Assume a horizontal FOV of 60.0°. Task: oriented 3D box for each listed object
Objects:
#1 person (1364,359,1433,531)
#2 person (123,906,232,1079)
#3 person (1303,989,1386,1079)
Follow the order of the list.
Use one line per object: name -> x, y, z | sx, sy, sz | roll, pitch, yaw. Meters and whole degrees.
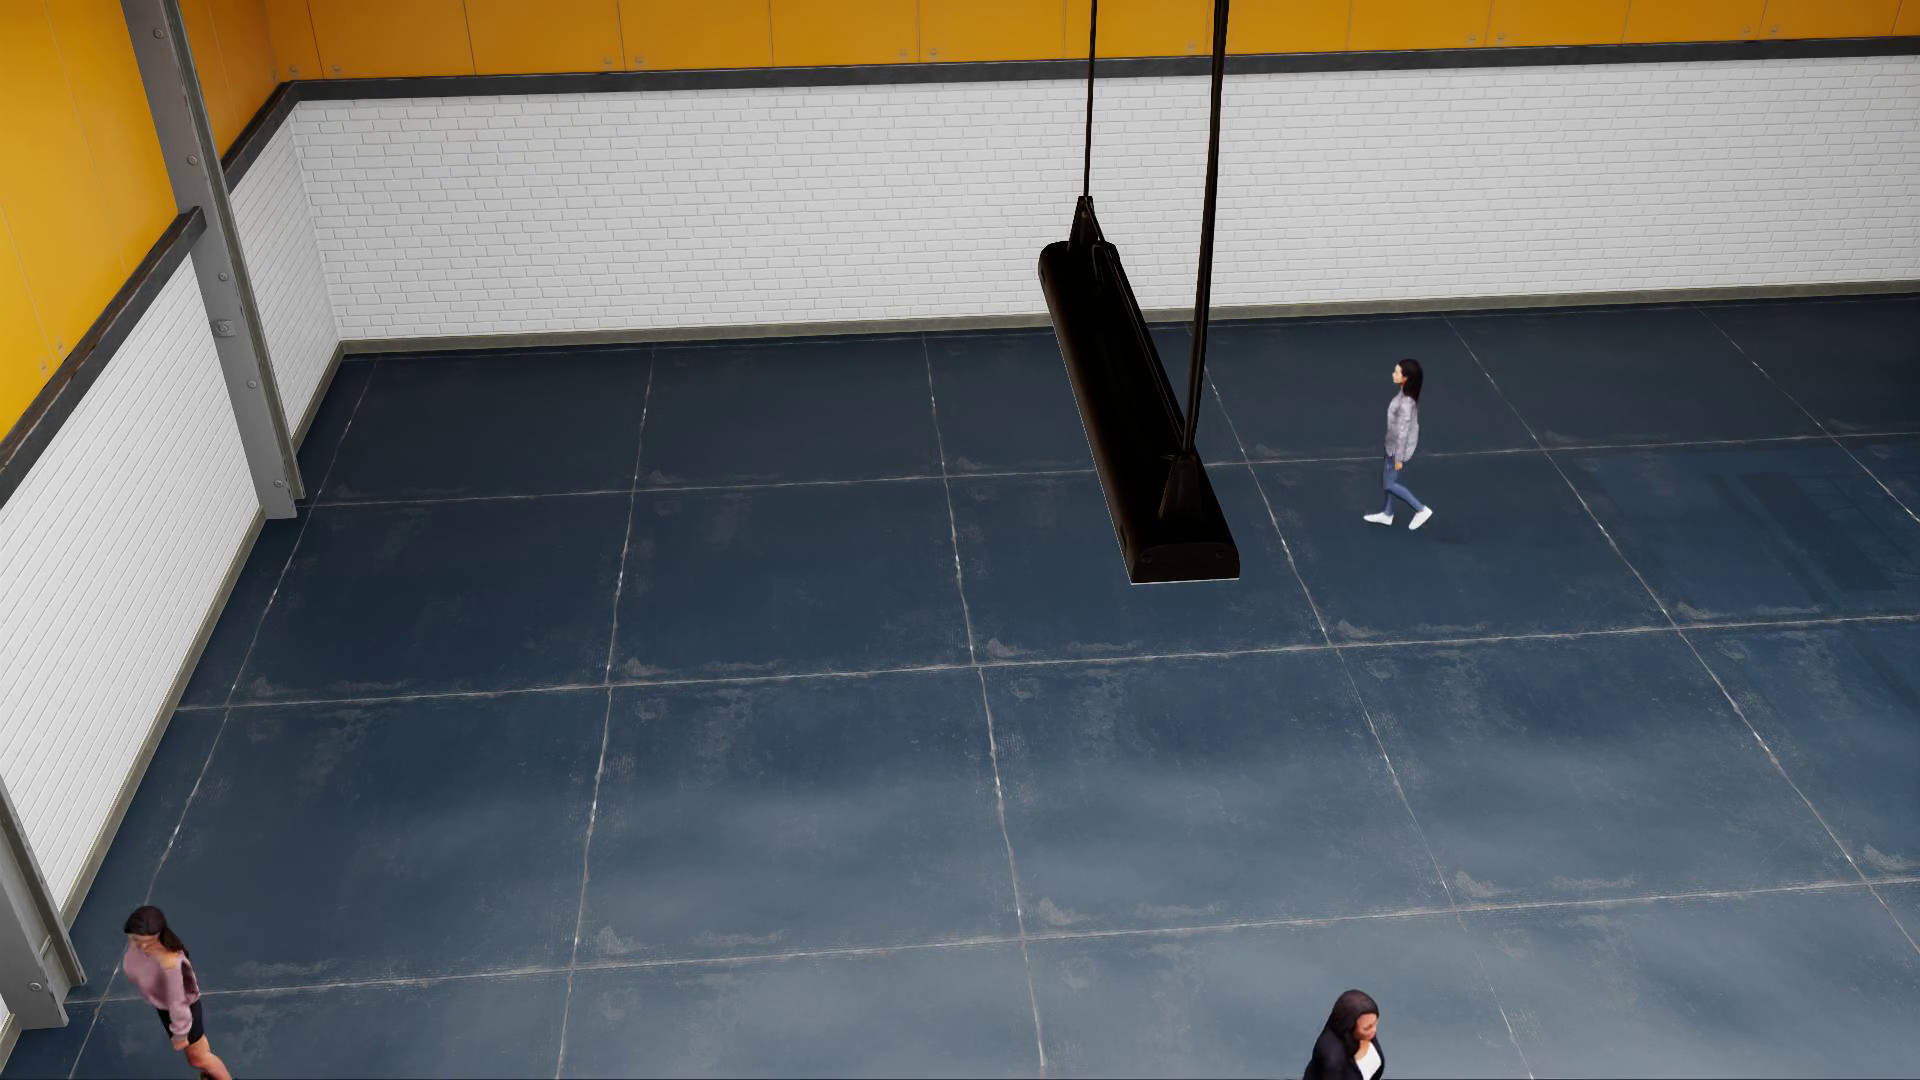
person -> 4.041, -0.832, 14.949 | 0.873, 1.718, 0.878 | 11, 35, 16
person -> -4.539, 2.657, 9.639 | 0.808, 1.785, 0.731 | -20, 38, -27
person -> 1.984, 3.050, 9.225 | 1.085, 1.588, 1.096 | 20, 38, 27
